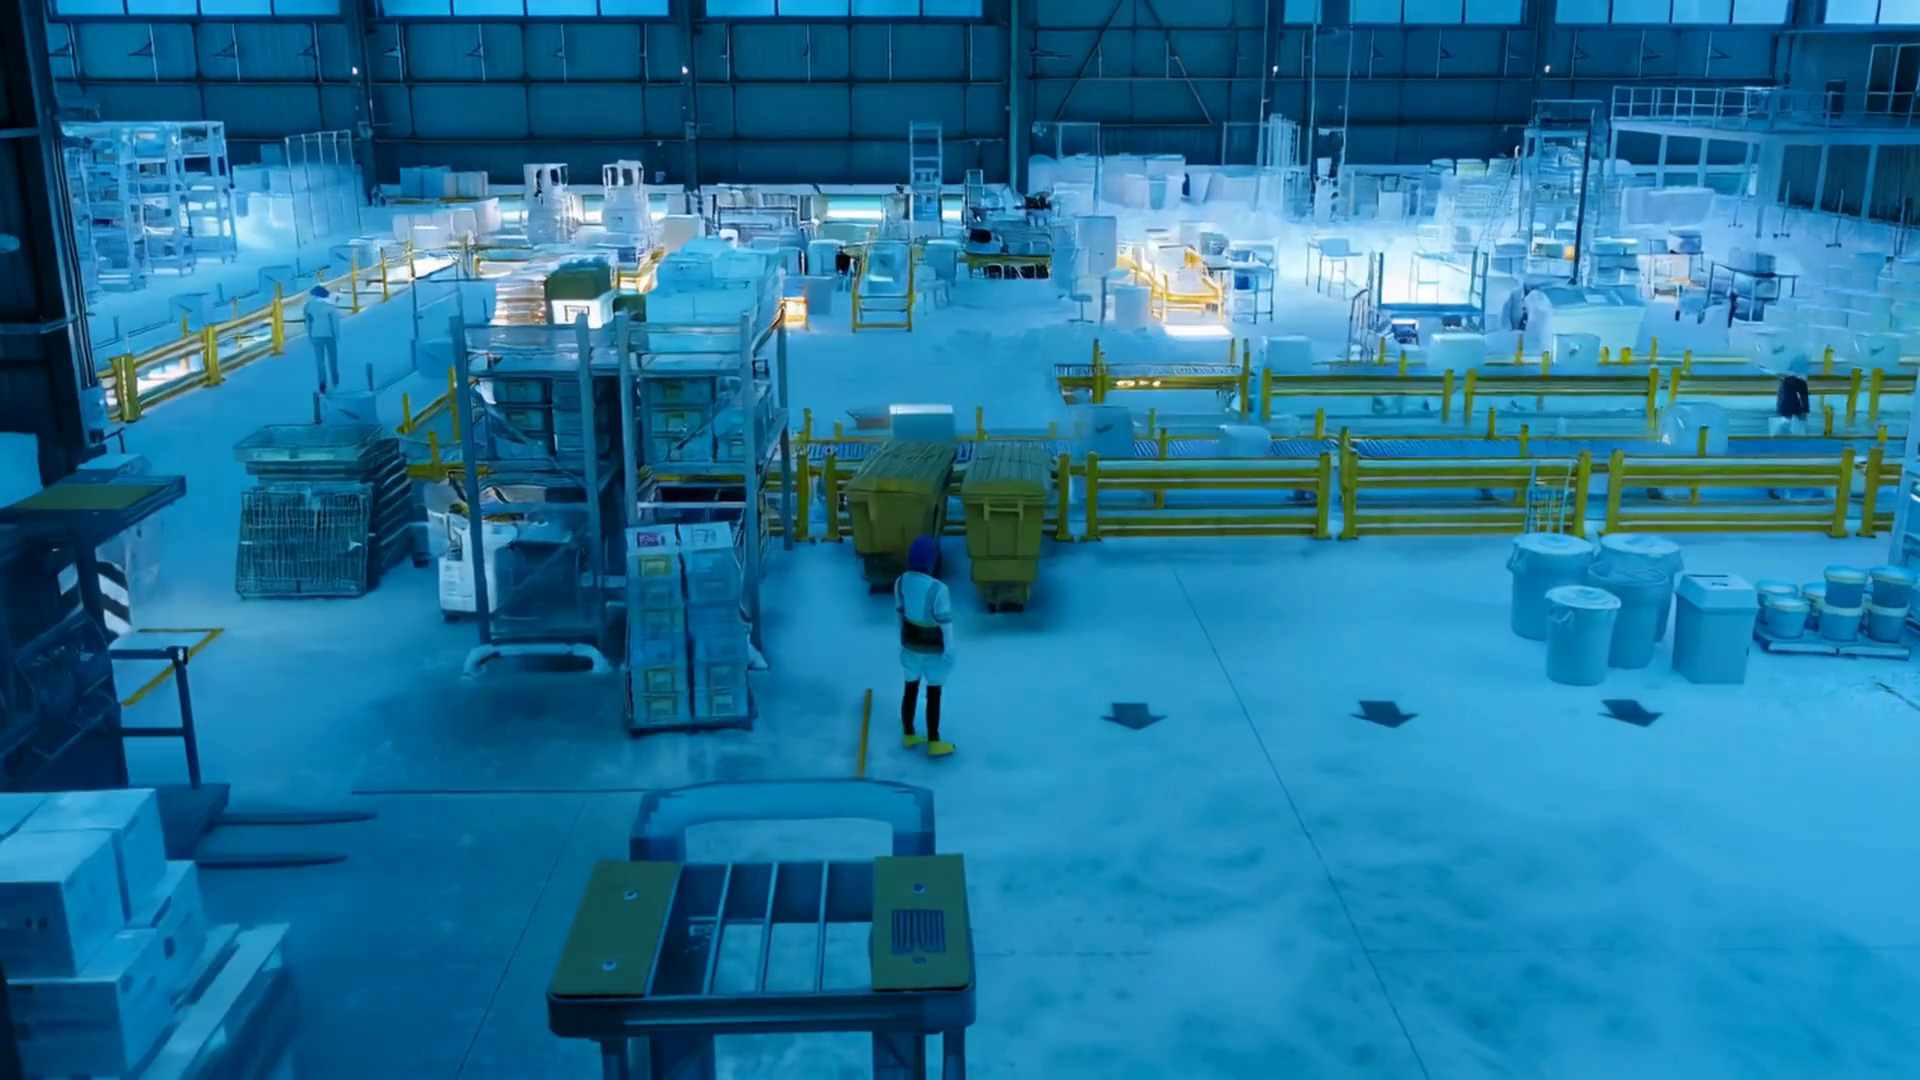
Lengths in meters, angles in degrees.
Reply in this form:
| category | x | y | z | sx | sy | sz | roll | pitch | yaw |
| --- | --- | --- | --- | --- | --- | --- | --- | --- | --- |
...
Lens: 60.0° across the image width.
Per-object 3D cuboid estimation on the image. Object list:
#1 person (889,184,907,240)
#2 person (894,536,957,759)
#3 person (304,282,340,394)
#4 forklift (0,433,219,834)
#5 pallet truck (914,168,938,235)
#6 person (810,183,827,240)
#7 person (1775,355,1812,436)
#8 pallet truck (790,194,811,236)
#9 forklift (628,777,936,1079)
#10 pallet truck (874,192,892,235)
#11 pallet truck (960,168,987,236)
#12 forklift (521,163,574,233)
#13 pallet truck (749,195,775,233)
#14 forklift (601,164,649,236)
| category | x | y | z | sx | sy | sz | roll | pitch | yaw |
| --- | --- | --- | --- | --- | --- | --- | --- | --- | --- |
| person | -1.669 | -8.252 | 43.301 | 0.786 | 2.023 | 0.613 | -13 | 21 | -38 |
| person | -0.255 | 0.794 | 12.425 | 0.541 | 1.696 | 0.315 | 14 | 21 | 40 |
| person | -10.058 | -3.195 | 26.261 | 0.529 | 1.718 | 0.925 | -5 | 17 | -16 |
| forklift | -5.952 | 0.780 | 10.366 | 1.873 | 2.768 | 1.129 | 0 | 16 | -1 |
| pallet truck | -0.989 | -10.316 | 50.507 | 0.823 | 1.965 | 1.885 | 1 | 16 | 3 |
| person | -3.847 | -8.786 | 45.393 | 0.686 | 1.886 | 0.646 | -12 | 20 | -36 |
| person | 10.202 | -1.490 | 20.536 | 0.801 | 1.601 | 0.498 | 0 | 16 | -1 |
| pallet truck | -4.814 | -9.883 | 50.259 | 0.704 | 1.261 | 1.522 | -1 | 16 | -3 |
| forklift | -0.542 | 2.165 | 5.552 | 1.129 | 2.768 | 1.873 | -1 | 16 | -2 |
| pallet truck | -2.277 | -9.986 | 50.594 | 0.653 | 1.274 | 1.630 | 0 | 16 | -1 |
| pallet truck | 0.383 | -10.230 | 50.206 | 0.823 | 1.965 | 1.885 | -1 | 16 | -3 |
| forklift | -12.233 | -10.122 | 49.298 | 1.157 | 1.987 | 2.680 | 0 | 16 | -1 |
| pallet truck | -6.051 | -9.967 | 50.660 | 0.680 | 1.201 | 1.601 | 0 | 16 | -1 |
| forklift | -9.948 | -10.127 | 49.296 | 1.157 | 1.987 | 2.680 | -1 | 16 | -3 |
